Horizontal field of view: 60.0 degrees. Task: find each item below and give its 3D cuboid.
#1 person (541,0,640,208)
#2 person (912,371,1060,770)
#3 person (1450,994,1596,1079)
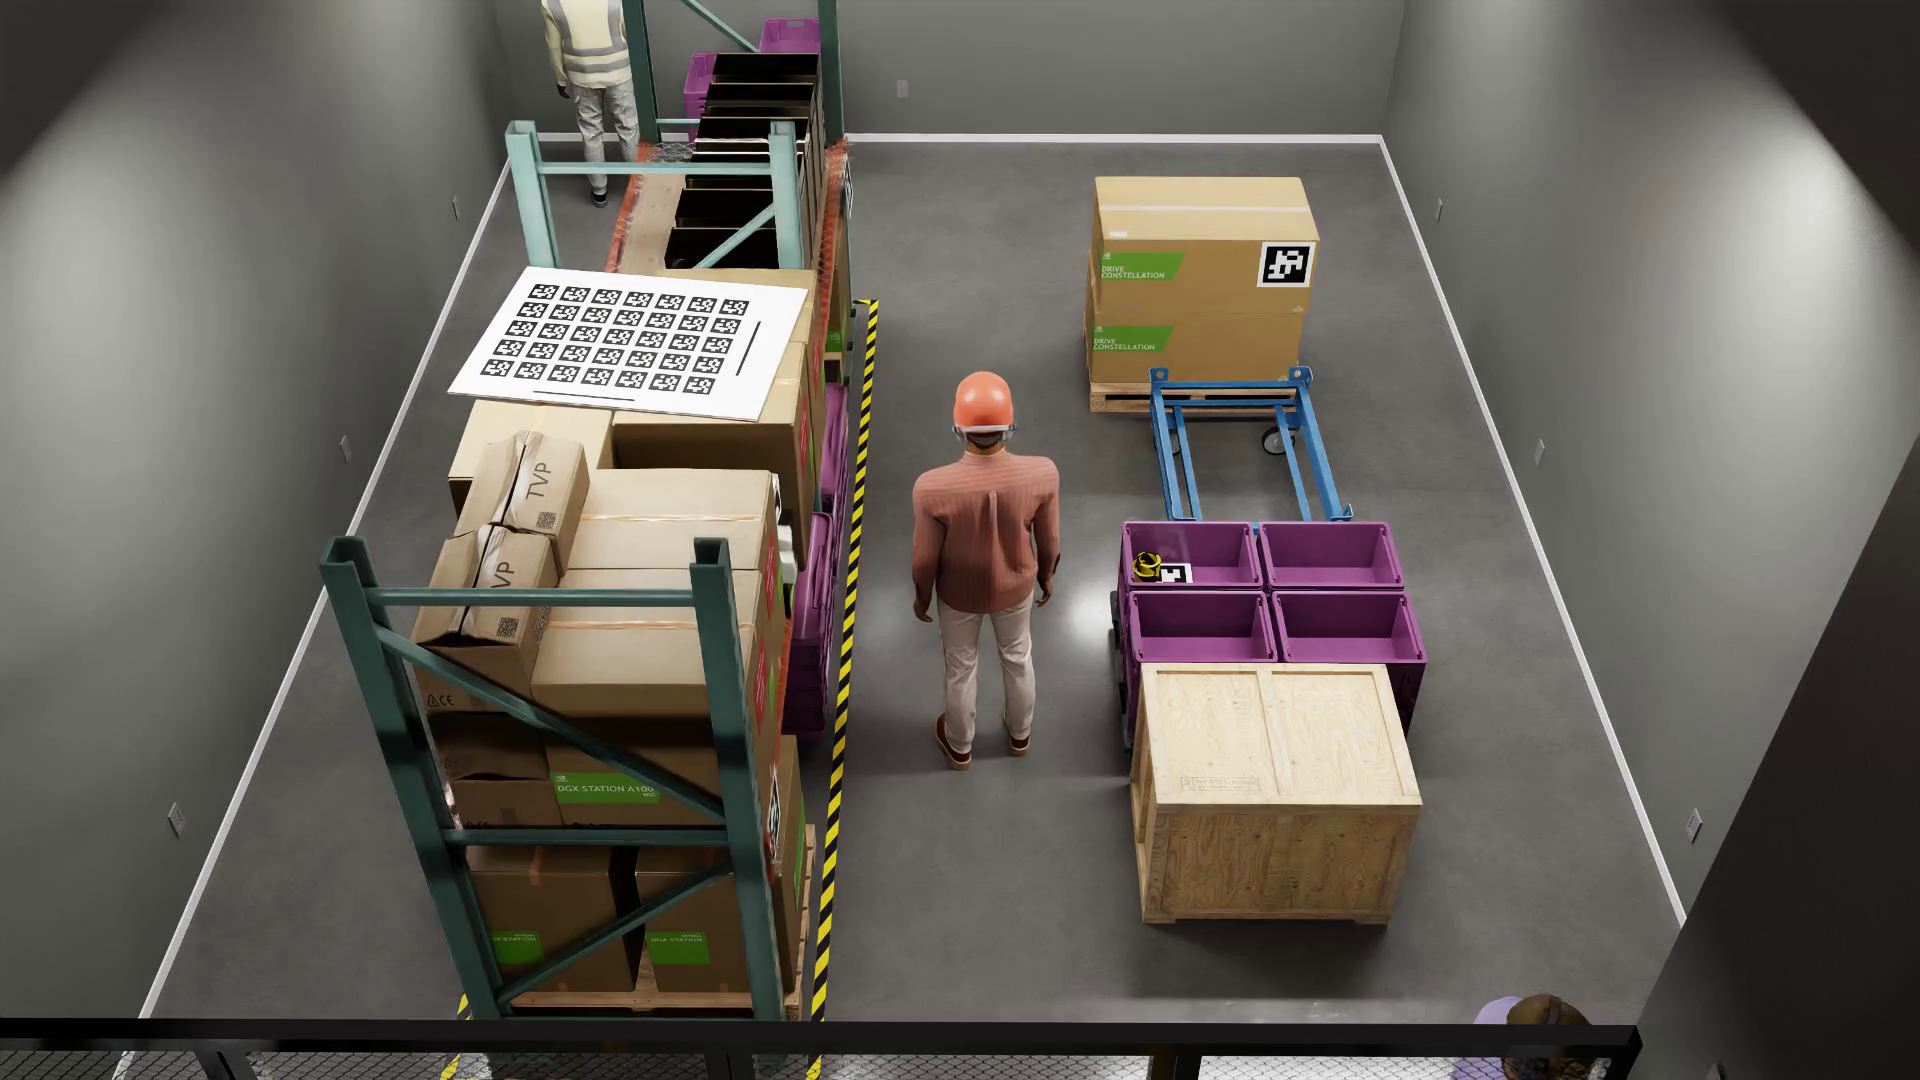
[{"bbox_3d":[-2.298,-2.989,10.610,0.588,1.823,0.403,-4,41,-5],"label":"person"},{"bbox_3d":[0.099,0.157,6.894,0.622,1.990,0.397,-9,42,-10],"label":"person"},{"bbox_3d":[1.528,1.937,4.905,0.372,1.940,0.631,11,42,12],"label":"person"}]
